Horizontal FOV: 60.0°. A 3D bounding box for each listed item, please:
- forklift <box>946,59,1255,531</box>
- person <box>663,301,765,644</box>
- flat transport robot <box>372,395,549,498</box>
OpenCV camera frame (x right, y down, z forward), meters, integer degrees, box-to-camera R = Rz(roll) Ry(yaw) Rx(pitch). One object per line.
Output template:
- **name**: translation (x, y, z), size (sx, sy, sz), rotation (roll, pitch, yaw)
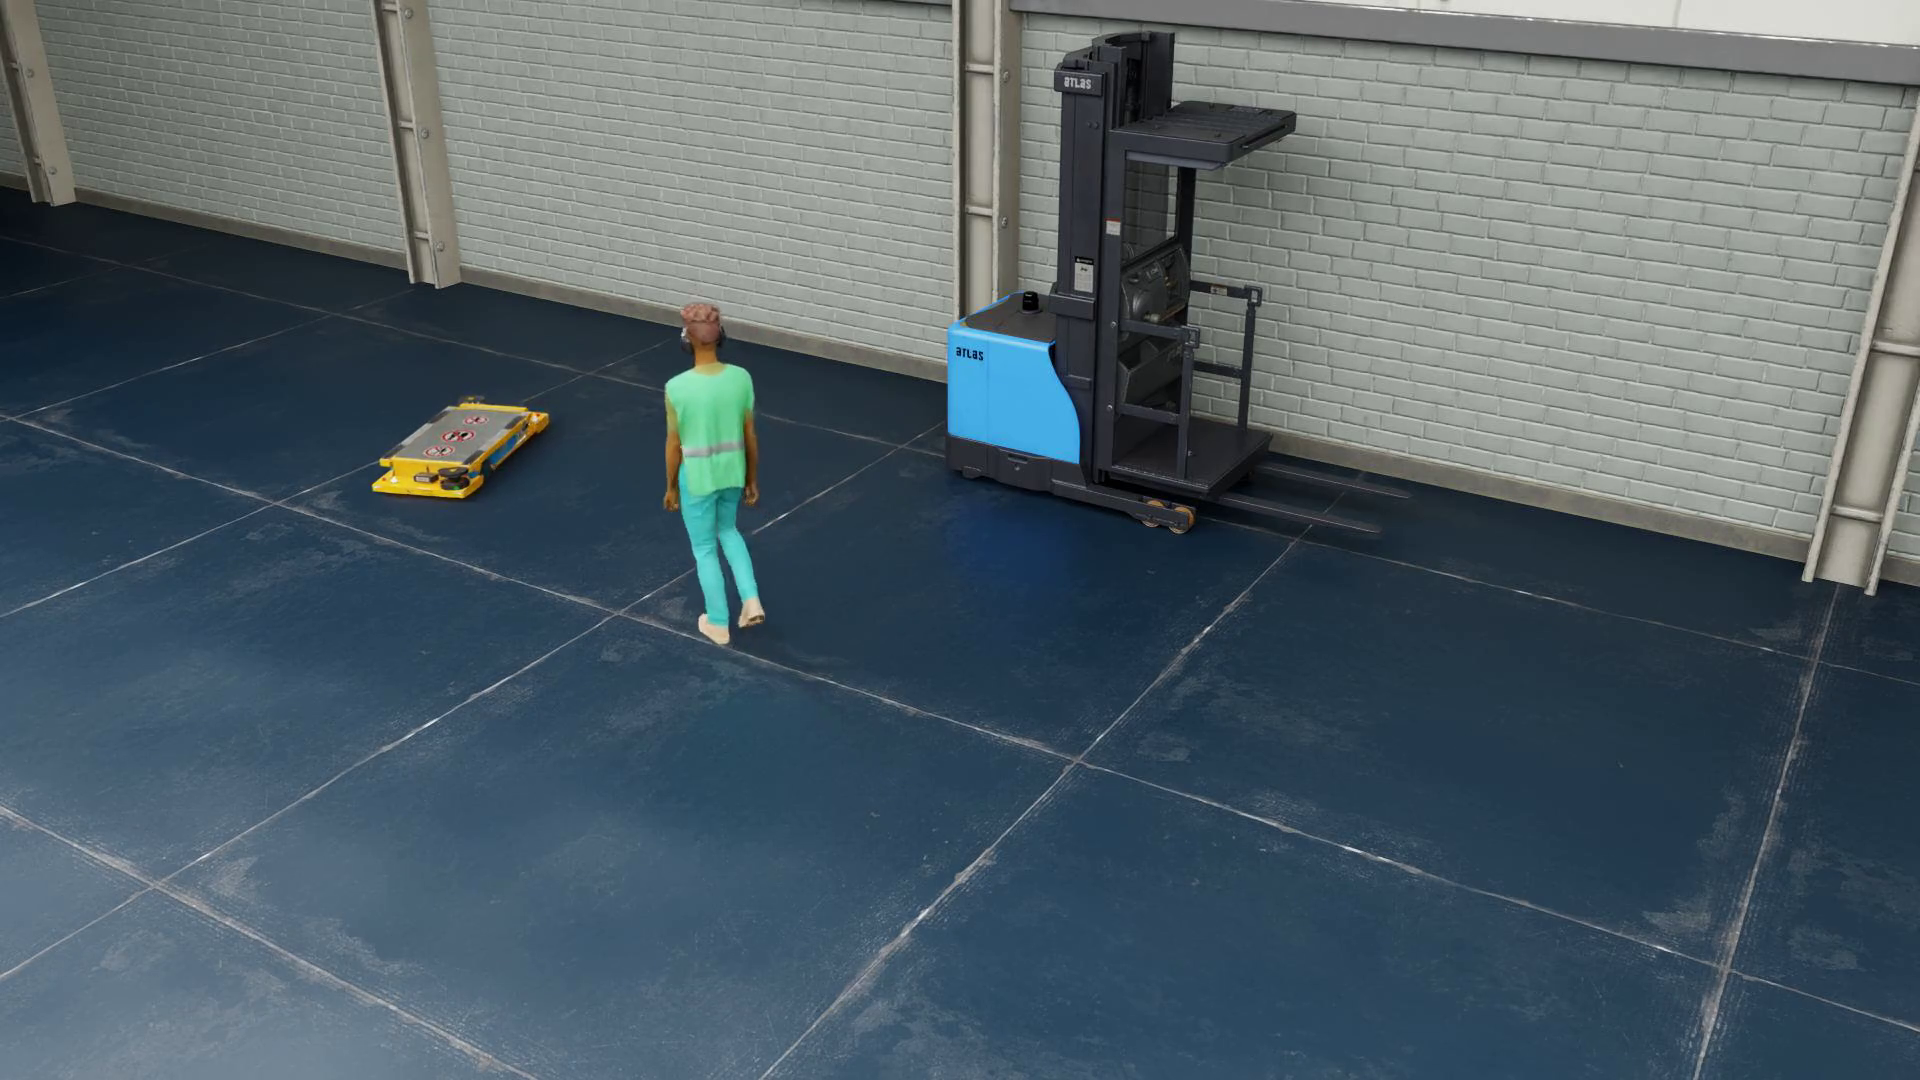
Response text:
- **forklift**: translation (0.933, -1.707, 10.833), size (1.873, 2.768, 1.129), rotation (15, 29, 28)
- **person**: translation (-1.353, -0.337, 8.994), size (0.489, 1.965, 0.461), rotation (-18, 31, -33)
- **flat transport robot**: translation (-3.474, -0.660, 11.654), size (0.659, 0.231, 1.431), rotation (4, 26, 9)
